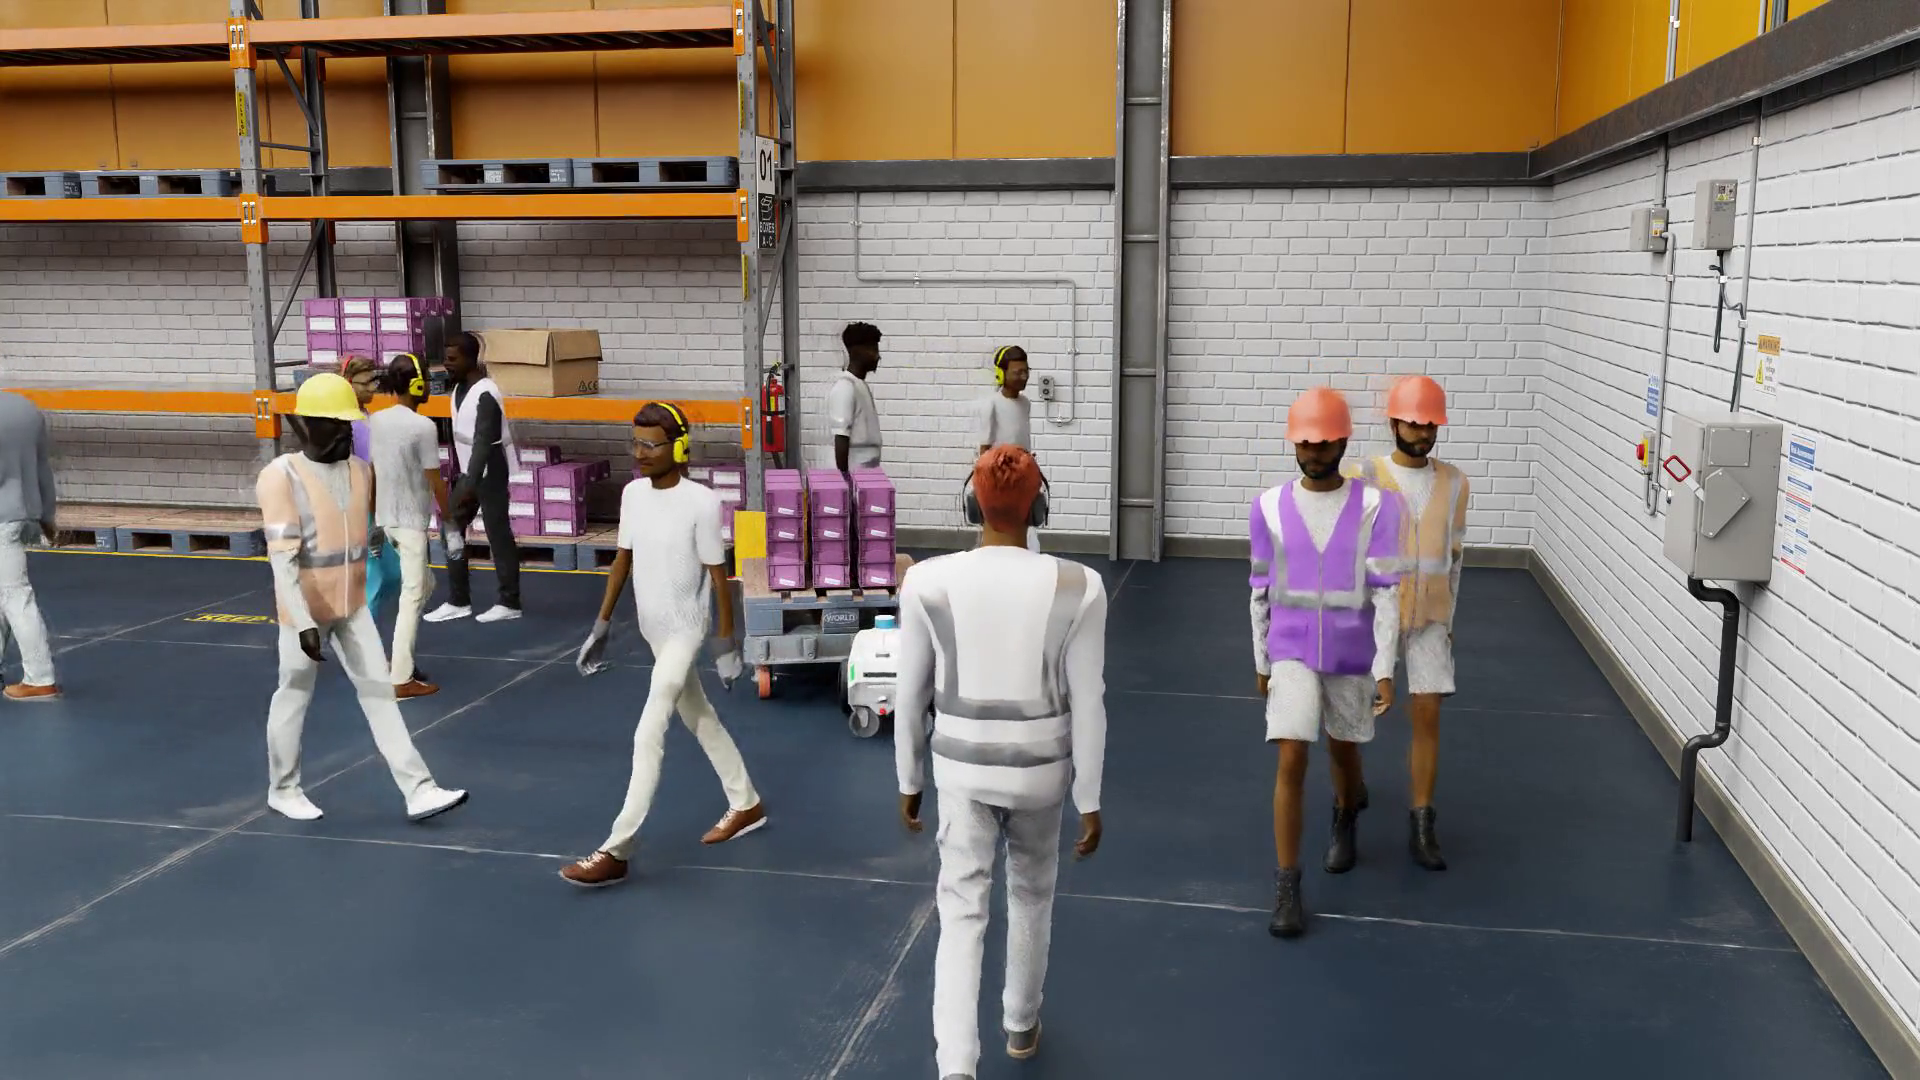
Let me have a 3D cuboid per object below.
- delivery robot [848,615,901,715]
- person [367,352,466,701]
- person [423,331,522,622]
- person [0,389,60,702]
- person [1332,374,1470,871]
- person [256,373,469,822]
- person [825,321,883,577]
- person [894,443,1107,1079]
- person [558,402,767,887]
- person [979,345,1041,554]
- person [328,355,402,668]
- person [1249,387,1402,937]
[{"bbox_3d":[-0.377,0.621,8.351,0.477,0.478,0.707,0,9,0],"label":"delivery robot"},{"bbox_3d":[-2.922,-0.069,8.907,0.532,1.853,0.538,8,12,38],"label":"person"},{"bbox_3d":[-3.163,-0.380,10.642,0.749,1.886,0.595,-8,12,-39],"label":"person"},{"bbox_3d":[-5.185,-0.081,8.773,0.831,1.909,0.661,1,9,7],"label":"person"},{"bbox_3d":[1.752,0.272,6.703,0.554,1.908,0.939,-1,9,-5],"label":"person"},{"bbox_3d":[-2.526,0.268,6.788,0.984,1.877,0.598,5,11,27],"label":"person"},{"bbox_3d":[-0.609,-0.435,10.775,0.499,1.950,0.625,1,9,6],"label":"person"},{"bbox_3d":[0.101,0.664,4.523,0.585,1.848,0.937,1,9,5],"label":"person"},{"bbox_3d":[-1.118,0.371,6.376,0.521,1.811,1.021,9,13,44],"label":"person"},{"bbox_3d":[0.231,-0.306,10.401,0.880,1.838,0.514,7,12,36],"label":"person"},{"bbox_3d":[-3.384,-0.129,9.347,0.414,1.817,0.598,-1,10,-7],"label":"person"},{"bbox_3d":[1.313,0.383,6.040,0.540,1.903,0.964,3,10,15],"label":"person"}]
